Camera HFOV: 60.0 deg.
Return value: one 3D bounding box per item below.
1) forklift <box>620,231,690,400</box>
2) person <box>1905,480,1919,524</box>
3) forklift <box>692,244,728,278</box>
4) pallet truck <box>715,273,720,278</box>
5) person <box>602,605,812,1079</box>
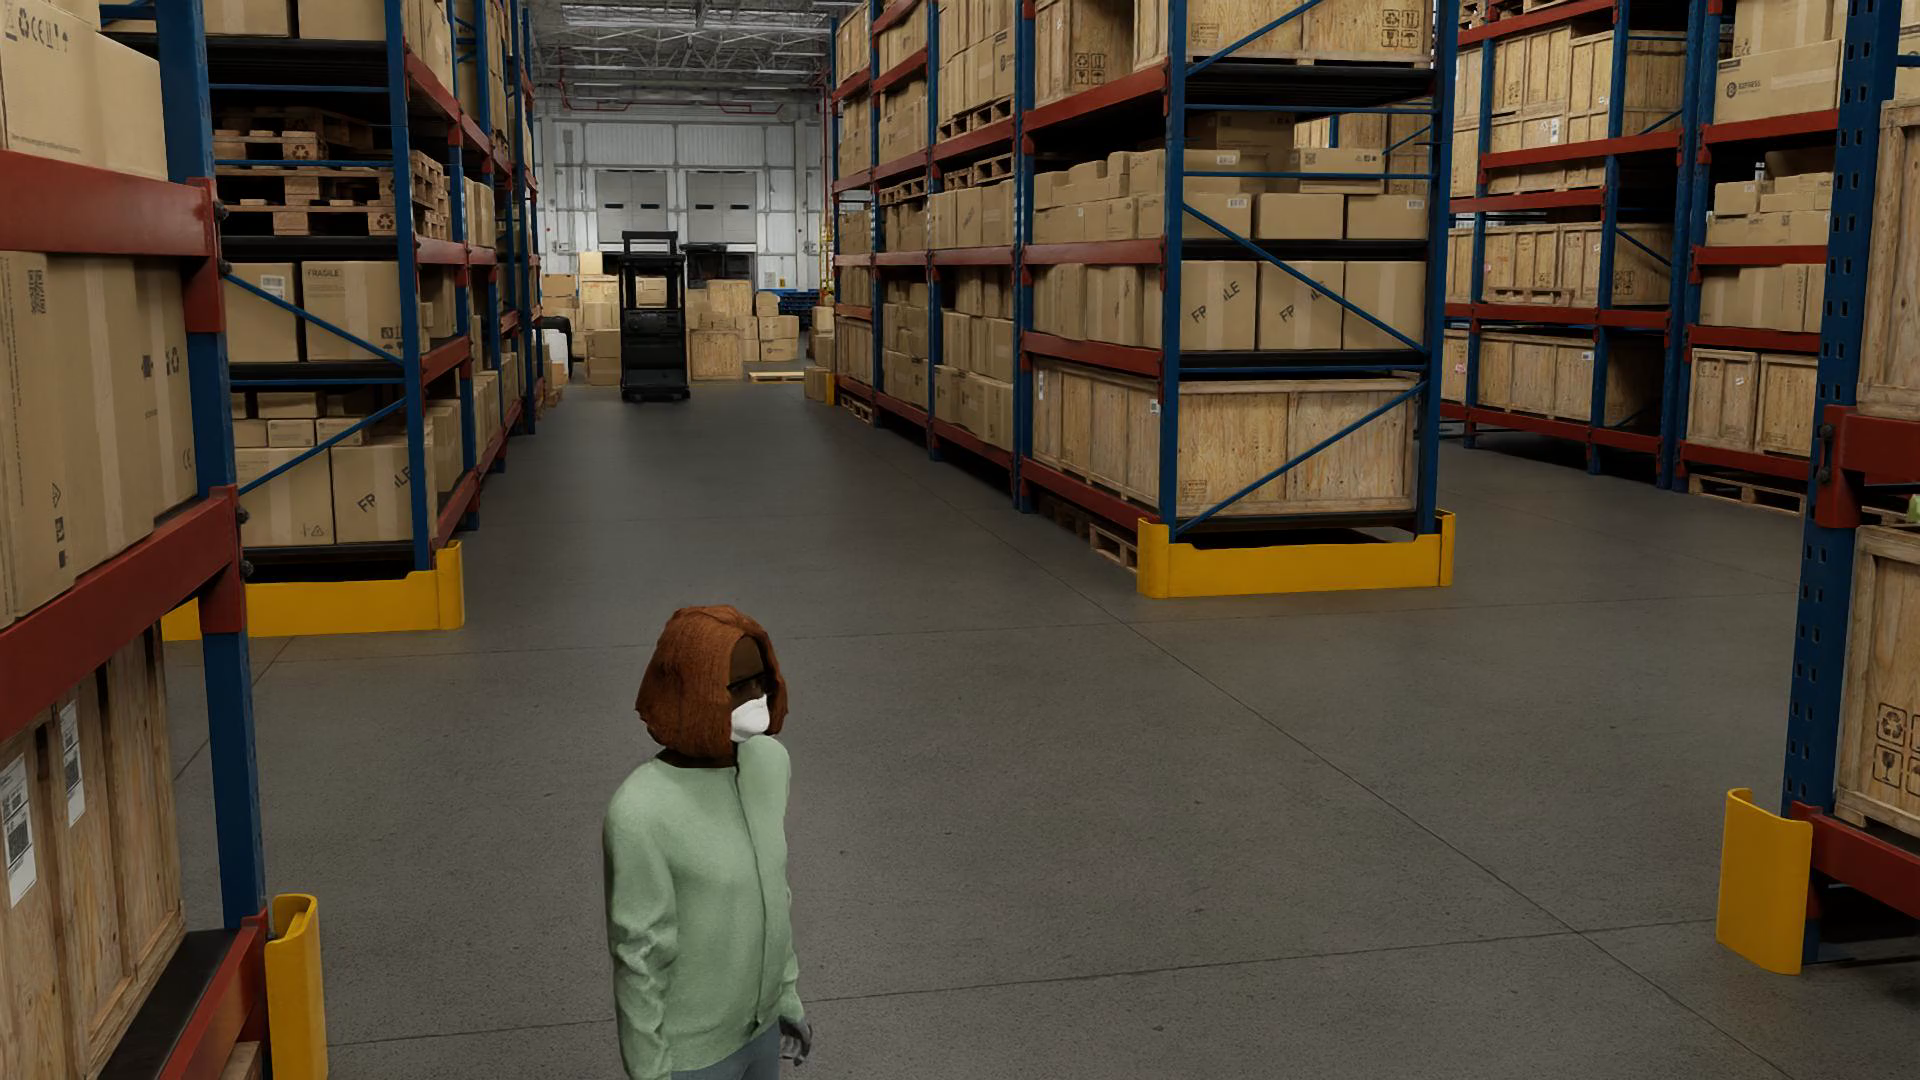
[{"bbox_3d":[-5.231,-3.843,28.248,1.129,2.768,1.873,-2,10,-12],"label":"forklift"},{"bbox_3d":[3.669,0.320,6.191,1.002,1.787,0.588,-1,9,-6],"label":"person"},{"bbox_3d":[-6.687,-6.532,44.641,1.129,2.768,1.873,1,9,8],"label":"forklift"},{"bbox_3d":[-8.580,-8.986,62.280,1.885,1.965,0.823,1,9,5],"label":"pallet truck"},{"bbox_3d":[-0.439,0.918,3.022,0.280,1.633,0.503,4,10,25],"label":"person"}]
